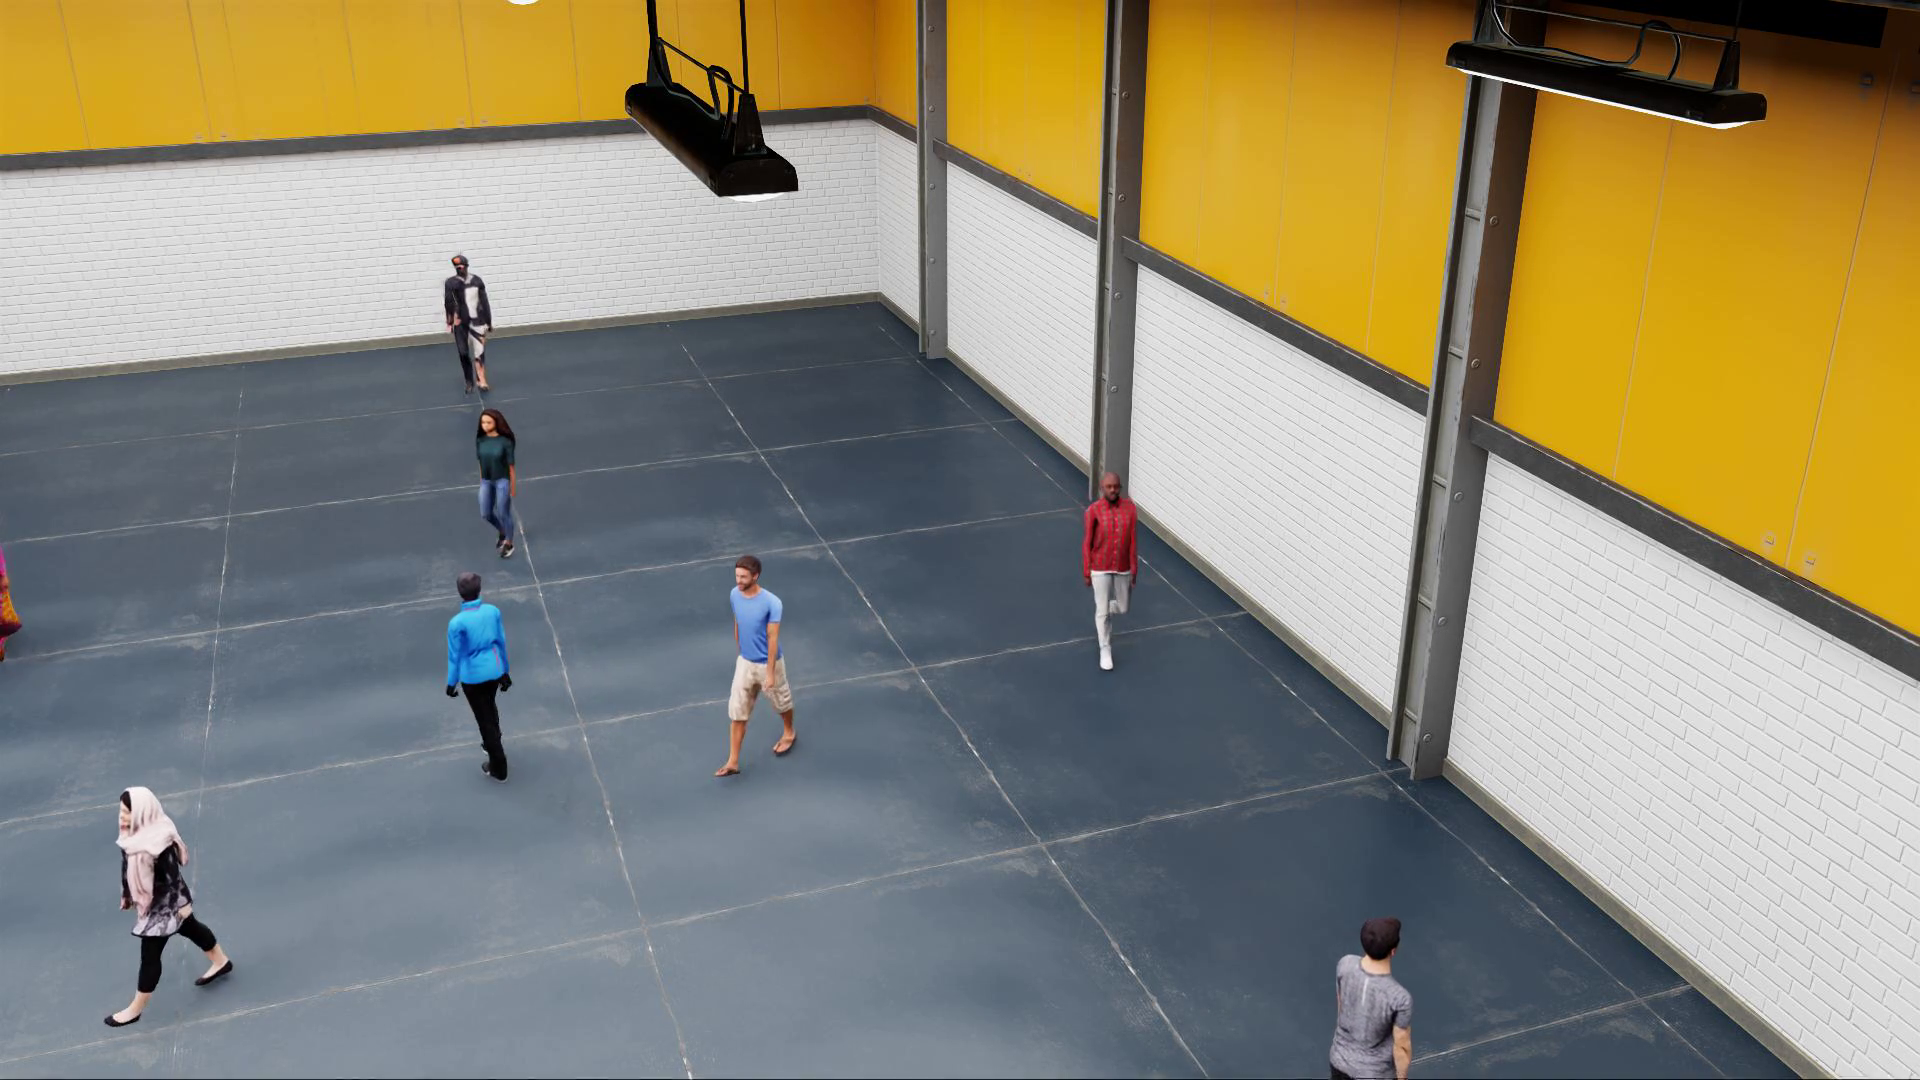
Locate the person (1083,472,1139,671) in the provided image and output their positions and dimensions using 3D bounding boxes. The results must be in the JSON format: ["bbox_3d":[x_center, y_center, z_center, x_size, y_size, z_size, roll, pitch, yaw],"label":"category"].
[{"bbox_3d":[1.342,0.206,15.067,0.787,1.810,1.040,-4,24,-8],"label":"person"}]

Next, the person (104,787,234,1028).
[{"bbox_3d":[-5.031,2.262,10.639,1.132,1.589,1.072,18,29,35],"label":"person"}]

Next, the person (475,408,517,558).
[{"bbox_3d":[-4.746,-0.621,17.212,0.718,1.606,0.758,5,24,12],"label":"person"}]

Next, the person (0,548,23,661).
[{"bbox_3d":[-8.836,0.328,14.974,0.673,1.661,0.988,-10,25,-21],"label":"person"}]

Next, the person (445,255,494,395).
[{"bbox_3d":[-6.535,-2.897,22.092,0.730,1.868,0.695,-13,27,-27],"label":"person"}]

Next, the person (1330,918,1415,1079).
[{"bbox_3d":[2.155,2.834,8.979,0.815,1.870,0.694,-20,31,-38],"label":"person"}]

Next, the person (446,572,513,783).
[{"bbox_3d":[-3.699,1.108,13.043,0.896,1.778,0.811,17,29,34],"label":"person"}]

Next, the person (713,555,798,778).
[{"bbox_3d":[-1.549,0.955,13.347,1.183,1.816,1.241,11,26,23],"label":"person"}]
